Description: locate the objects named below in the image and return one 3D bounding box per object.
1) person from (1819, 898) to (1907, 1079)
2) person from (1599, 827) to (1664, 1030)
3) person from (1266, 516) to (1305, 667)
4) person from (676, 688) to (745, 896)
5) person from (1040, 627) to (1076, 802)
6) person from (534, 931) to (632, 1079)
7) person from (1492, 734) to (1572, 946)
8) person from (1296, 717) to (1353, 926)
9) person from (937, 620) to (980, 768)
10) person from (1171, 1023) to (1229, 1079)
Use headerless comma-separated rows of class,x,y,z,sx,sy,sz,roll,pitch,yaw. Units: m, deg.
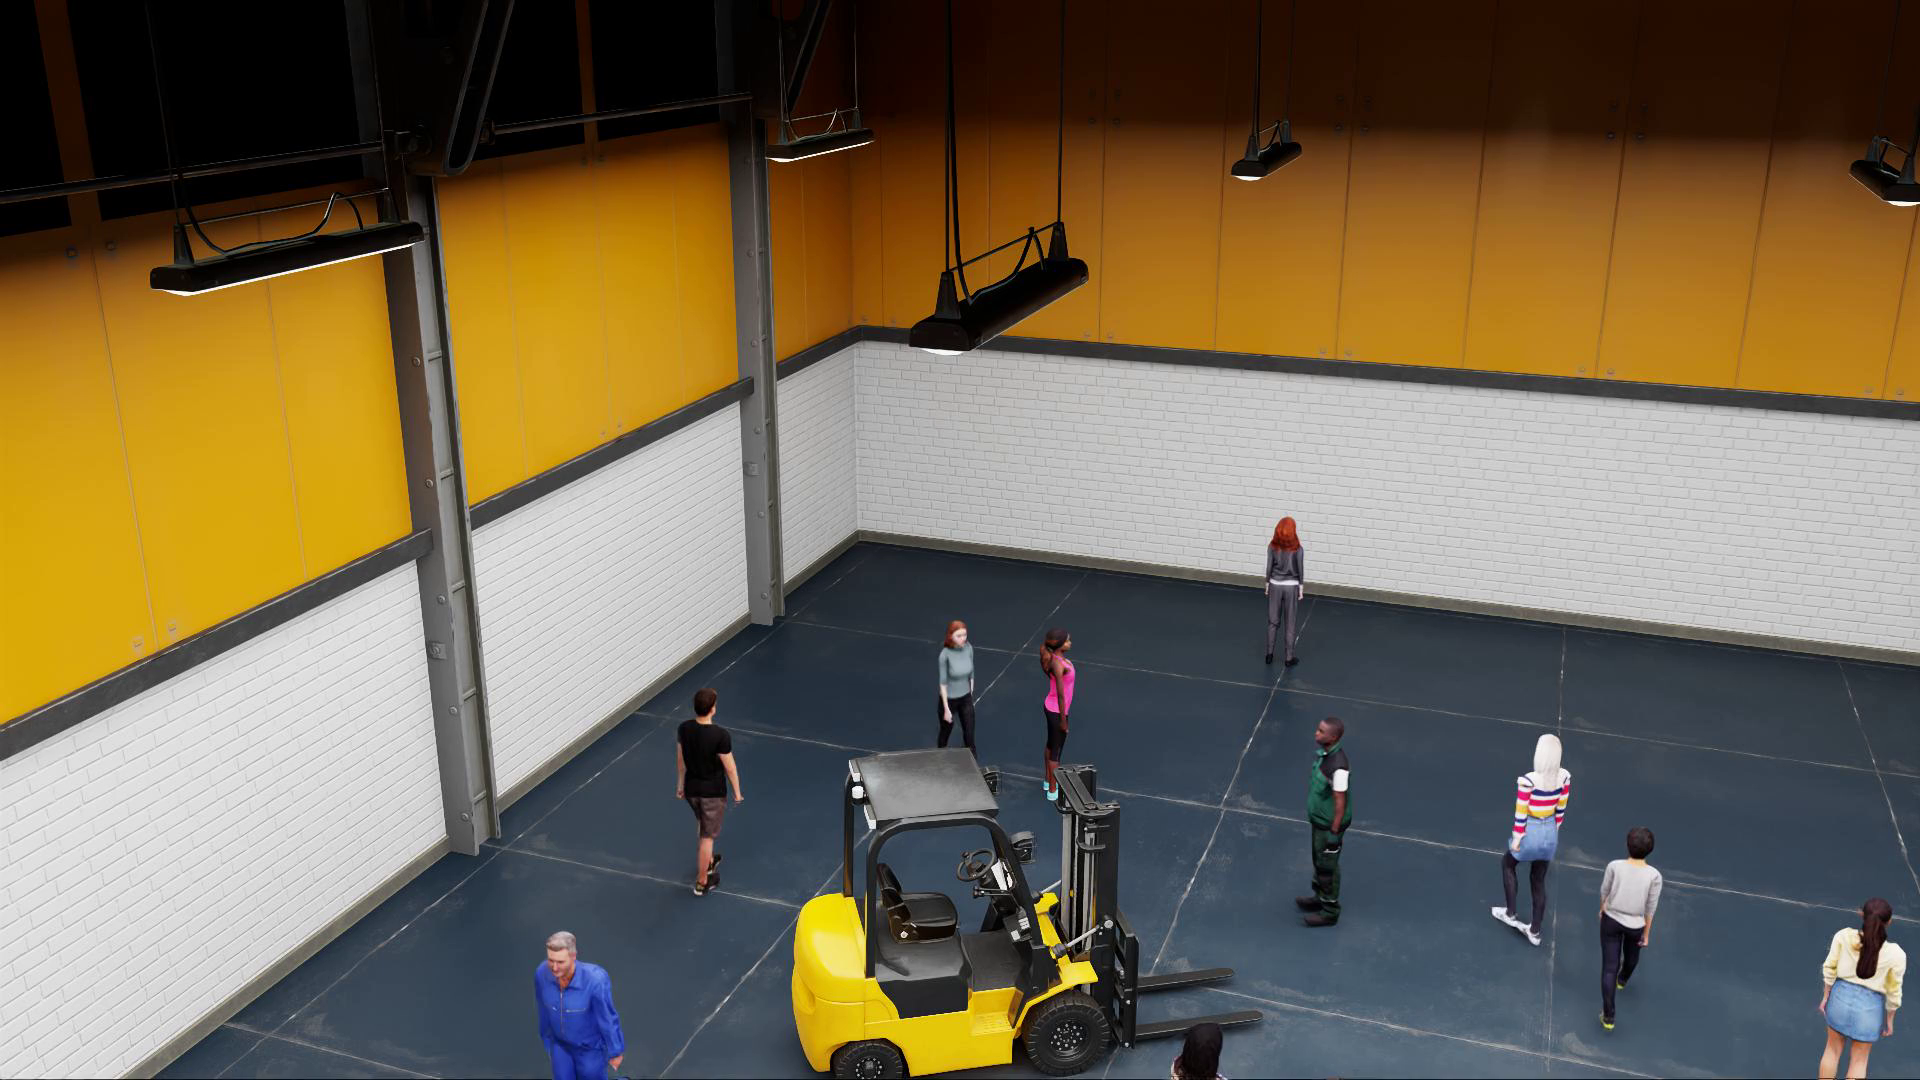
person,6.113,3.204,11.365,0.717,1.619,0.685,14,23,36
person,4.948,2.915,12.407,0.570,1.500,1.060,6,20,17
person,3.683,0.576,18.916,0.582,1.780,0.513,8,20,22
person,-2.215,2.161,14.110,0.692,1.842,0.816,8,20,21
person,0.917,1.636,15.856,0.694,1.723,0.603,-1,19,-3
person,-2.464,3.265,10.920,0.772,1.787,0.972,5,19,15
person,4.680,2.431,13.385,0.856,1.794,0.915,-5,19,-14
person,3.037,2.300,13.704,0.824,1.838,0.666,0,19,-1
person,-0.090,1.575,16.088,1.119,1.691,1.114,-11,21,-29
person,1.335,3.675,9.857,0.828,1.688,1.175,14,23,35
